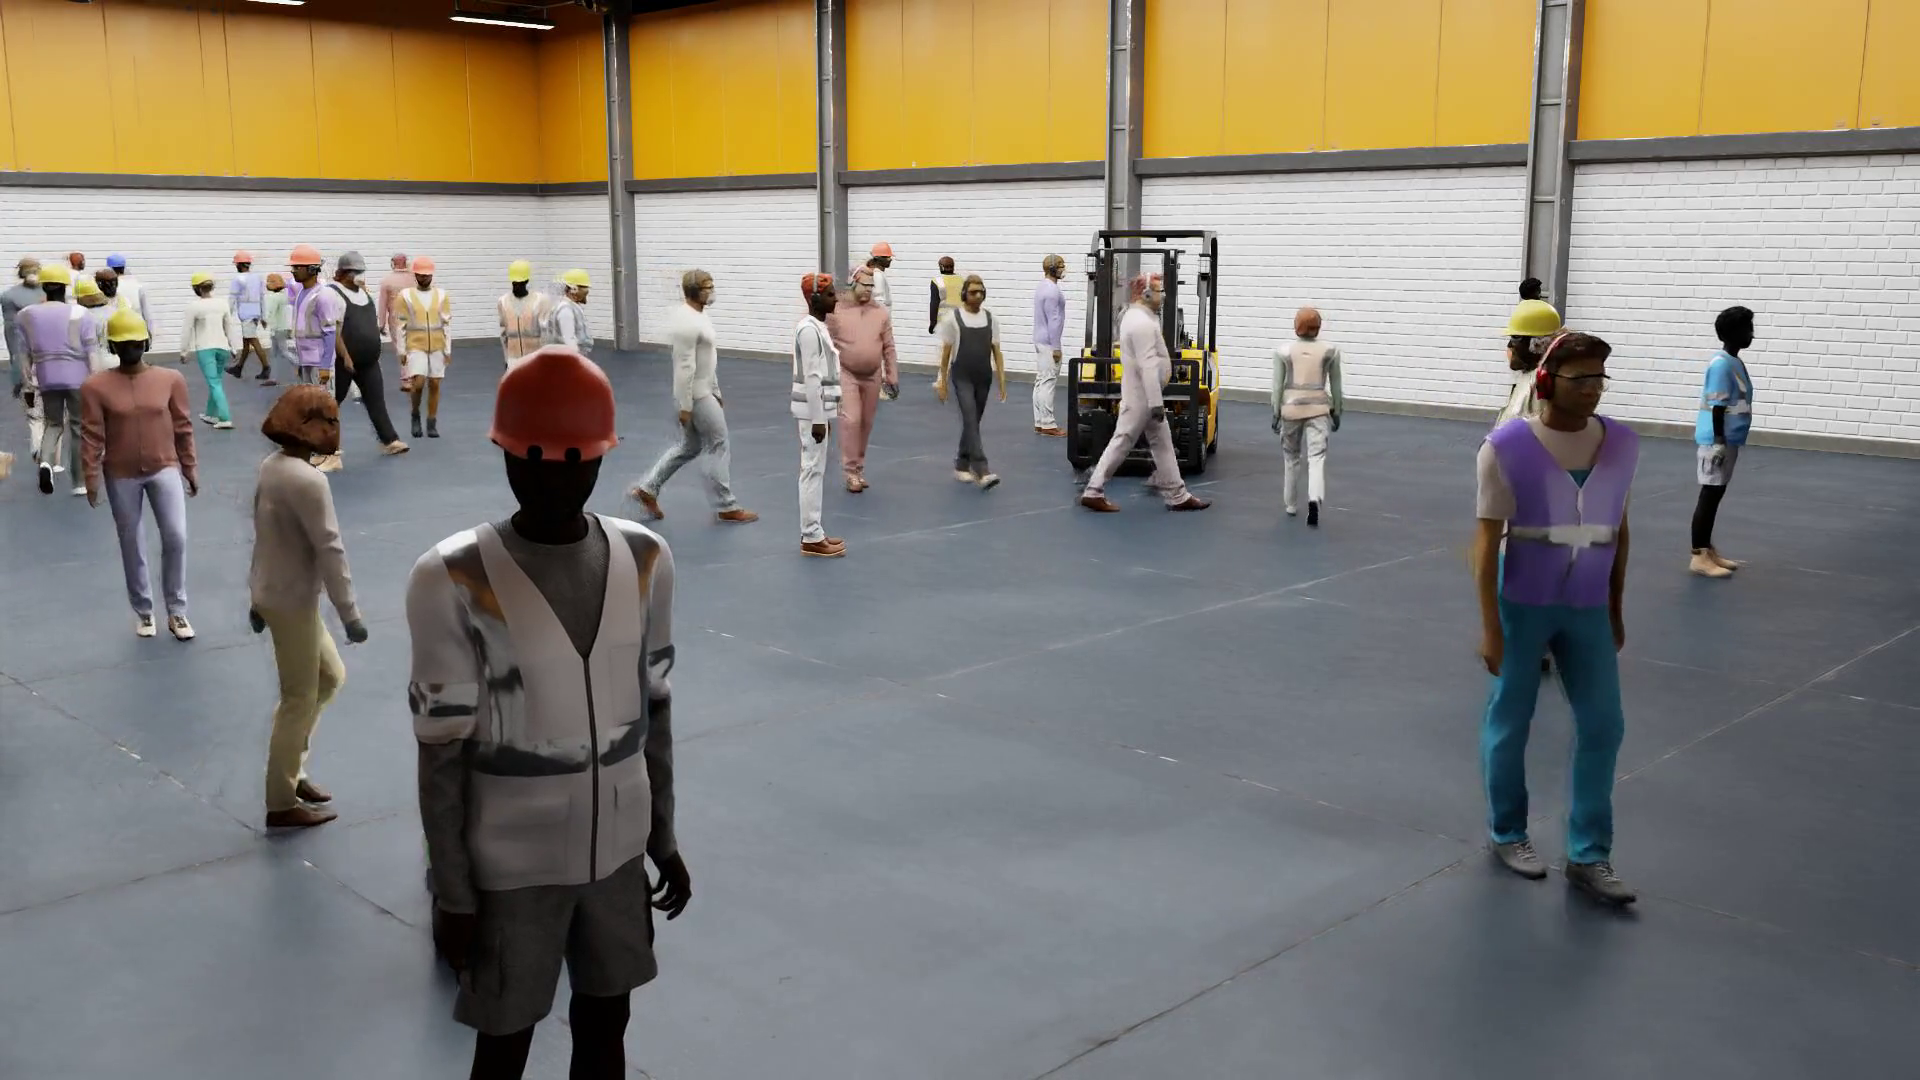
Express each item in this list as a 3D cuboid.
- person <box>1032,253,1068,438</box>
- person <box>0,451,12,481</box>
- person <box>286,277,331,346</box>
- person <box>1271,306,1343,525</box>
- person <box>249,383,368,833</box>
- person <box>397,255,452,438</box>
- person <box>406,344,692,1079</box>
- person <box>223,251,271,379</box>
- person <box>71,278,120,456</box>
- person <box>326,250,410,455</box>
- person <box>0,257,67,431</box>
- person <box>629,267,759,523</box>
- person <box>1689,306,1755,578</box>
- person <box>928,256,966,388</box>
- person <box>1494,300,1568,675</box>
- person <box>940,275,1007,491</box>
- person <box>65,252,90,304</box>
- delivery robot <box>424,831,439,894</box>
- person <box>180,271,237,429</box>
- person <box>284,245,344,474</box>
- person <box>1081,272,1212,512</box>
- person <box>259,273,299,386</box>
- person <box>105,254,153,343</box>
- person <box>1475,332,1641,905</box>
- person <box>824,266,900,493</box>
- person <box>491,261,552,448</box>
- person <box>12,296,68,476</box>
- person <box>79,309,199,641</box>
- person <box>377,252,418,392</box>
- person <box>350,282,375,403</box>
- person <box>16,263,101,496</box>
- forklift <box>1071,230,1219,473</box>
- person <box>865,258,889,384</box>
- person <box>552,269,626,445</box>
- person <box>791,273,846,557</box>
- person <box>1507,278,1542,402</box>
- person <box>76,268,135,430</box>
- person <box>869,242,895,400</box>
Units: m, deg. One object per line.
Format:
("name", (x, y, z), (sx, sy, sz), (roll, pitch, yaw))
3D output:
("person", (0.956, -2.059, 17.652), (0.373, 1.941, 0.627), (-2, 11, -9))
("person", (-8.073, -1.239, 13.533), (0.644, 1.822, 0.665), (6, 12, 28))
("person", (-8.611, -2.854, 22.060), (0.619, 1.913, 0.468), (-3, 11, -18))
("person", (2.584, -0.932, 12.412), (0.526, 1.614, 0.767), (2, 11, 9))
("person", (-2.373, 0.249, 5.968), (0.427, 1.613, 0.505), (-7, 13, -35))
("person", (-5.604, -2.020, 17.492), (0.537, 1.916, 0.446), (-6, 12, -31))
("person", (-0.755, 0.594, 3.197), (0.547, 1.934, 0.376), (-9, 14, -41))
("person", (-10.644, -3.334, 24.743), (0.979, 1.882, 0.555), (3, 11, 15))
("person", (-8.236, -1.646, 15.968), (0.370, 1.718, 0.517), (2, 11, 9))
("person", (-5.875, -1.815, 16.039), (1.005, 2.000, 0.694), (5, 11, 24))
("person", (-9.816, -2.052, 17.699), (0.640, 1.920, 0.719), (-8, 13, -37))
("person", (-2.002, -1.061, 12.316), (0.917, 1.908, 0.631), (-1, 10, -5))
("person", (4.795, -0.619, 10.455), (0.317, 1.695, 0.540), (6, 12, 31))
("person", (-0.174, -3.056, 23.358), (0.621, 1.843, 0.429), (-6, 12, -31))
("person", (2.794, -0.255, 8.135), (0.403, 1.824, 0.593), (2, 11, 13))
("person", (0.138, -1.325, 14.038), (0.533, 1.791, 0.950), (-5, 11, -25))
("person", (-13.598, -3.505, 25.720), (0.600, 1.867, 0.407), (4, 11, 23))
("delivery robot", (-1.443, 0.865, 5.225), (0.477, 0.478, 0.707), (-1, 10, -5))
("person", (-8.372, -2.099, 18.412), (0.840, 1.726, 0.557), (7, 12, 32))
("person", (-5.800, -1.610, 14.914), (0.378, 2.045, 0.605), (-9, 14, -41))
("person", (1.407, -1.117, 12.759), (1.013, 1.858, 0.665), (1, 10, 5))
("person", (-9.551, -2.961, 23.487), (0.765, 1.608, 0.505), (0, 10, -2))
("person", (-10.750, -2.729, 21.438), (1.013, 1.899, 0.634), (5, 12, 27))
("person", (1.953, 0.256, 5.324), (0.605, 1.819, 0.735), (-2, 11, -11))
("person", (-0.801, -1.331, 13.851), (0.661, 1.873, 0.784), (-6, 12, -29))
("person", (-4.386, -1.855, 16.738), (0.598, 1.871, 0.981), (1, 10, 7))
("person", (-8.071, -1.346, 14.679), (0.547, 1.608, 0.708), (-3, 11, -18))
("person", (-4.281, -0.326, 8.706), (0.557, 1.743, 0.639), (-6, 12, -31))
("person", (-7.688, -2.990, 22.845), (0.673, 1.887, 0.657), (-9, 14, -41))
("person", (-7.660, -2.570, 21.283), (0.523, 1.613, 0.557), (1, 10, 3))
("person", (-7.308, -1.285, 13.511), (0.600, 1.913, 0.551), (-2, 11, -9))
("forklift", (1.804, -1.825, 15.677), (1.214, 2.155, 2.313), (2, 11, 13))
("person", (-1.309, -3.181, 24.142), (0.534, 1.825, 0.925), (-6, 12, -29))
("person", (-3.715, -1.767, 16.455), (0.857, 1.786, 0.630), (-1, 10, -3))
("person", (-0.949, -0.834, 11.120), (0.353, 1.883, 0.573), (-1, 10, -3))
("person", (5.940, -1.914, 17.550), (0.320, 1.690, 0.530), (4, 11, 19))
("person", (-8.891, -1.933, 17.349), (0.775, 1.808, 0.632), (6, 12, 31))
("person", (-1.021, -2.839, 21.617), (0.381, 2.045, 0.605), (-1, 10, -5))
